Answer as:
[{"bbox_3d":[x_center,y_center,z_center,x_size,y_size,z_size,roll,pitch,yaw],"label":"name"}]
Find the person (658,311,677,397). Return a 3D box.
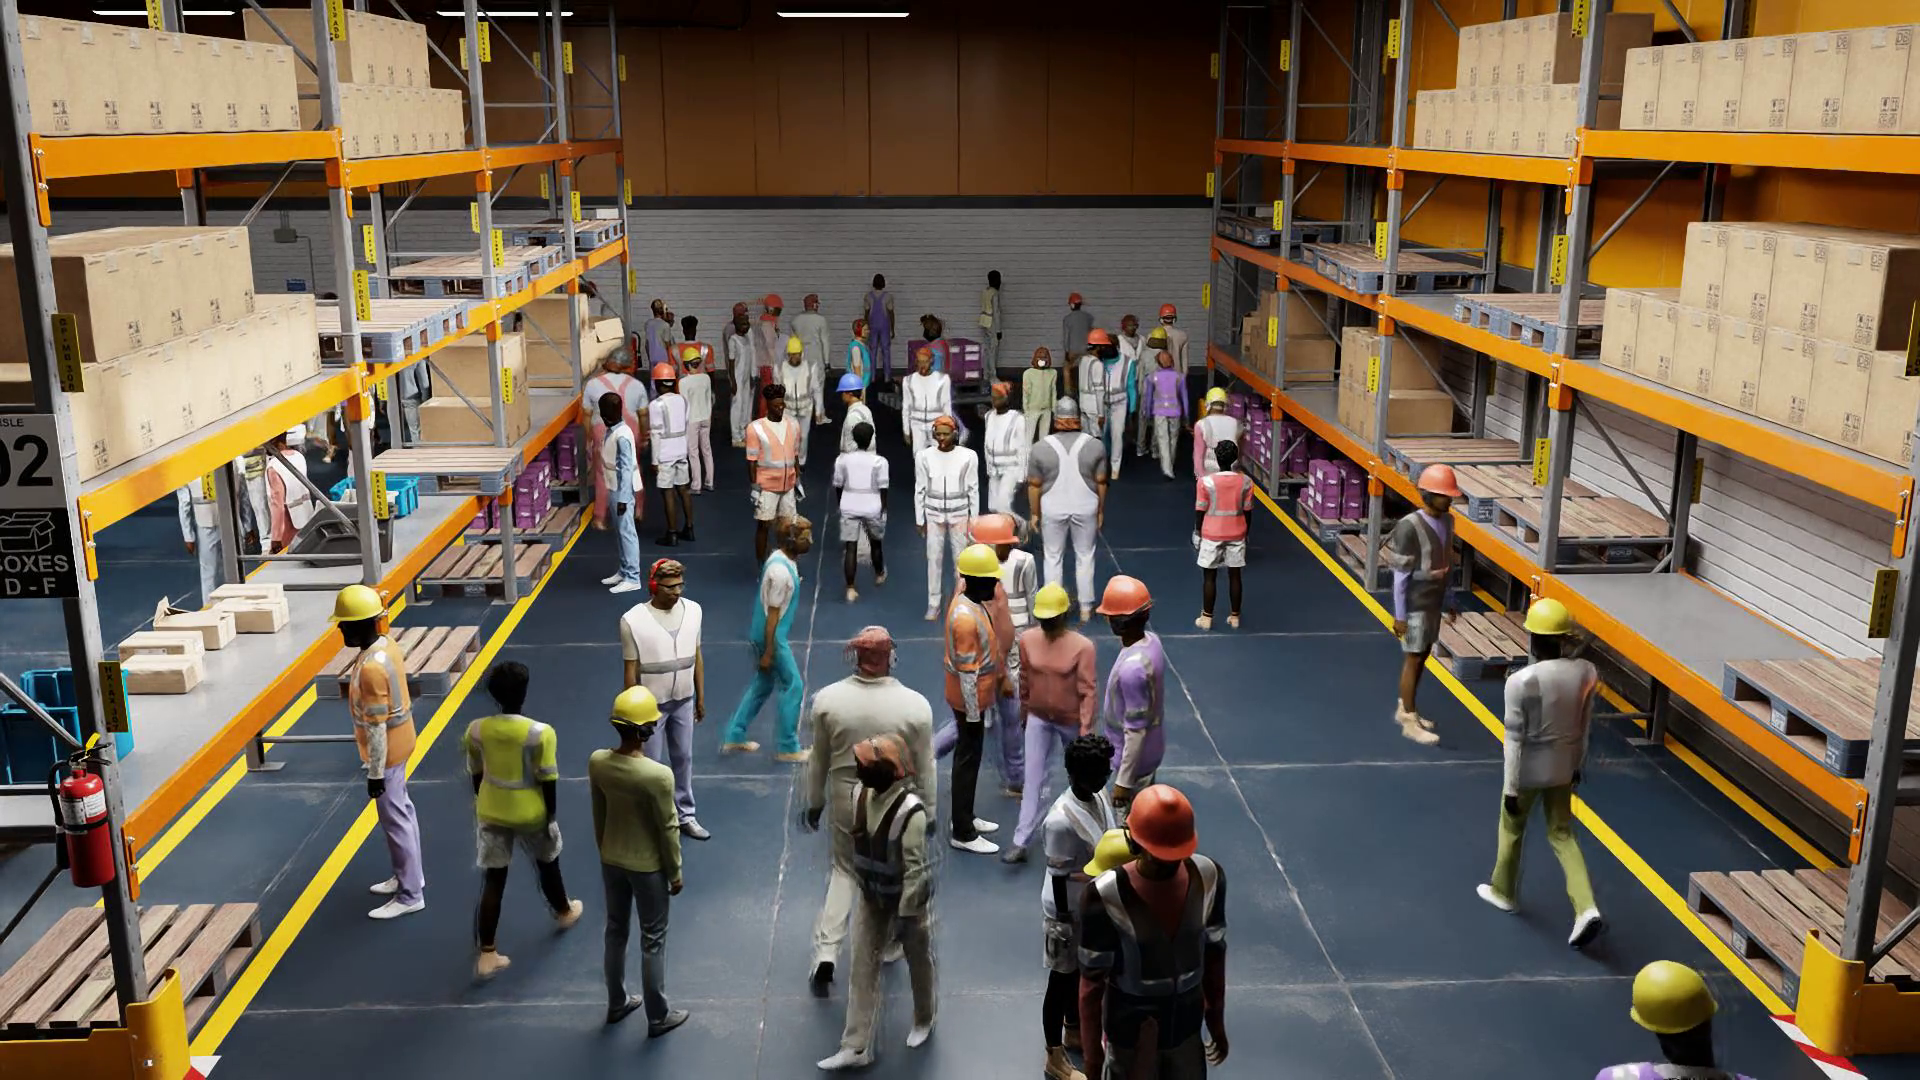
[{"bbox_3d":[-4.346,-2.559,24.595,0.321,1.631,0.513,-6,15,-22],"label":"person"}]

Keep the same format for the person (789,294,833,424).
[{"bbox_3d":[-2.166,-2.651,24.393,0.644,1.907,0.399,7,16,25],"label":"person"}]

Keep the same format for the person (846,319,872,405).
[{"bbox_3d":[-1.341,-1.998,21.948,0.388,1.847,0.564,-1,14,-3],"label":"person"}]

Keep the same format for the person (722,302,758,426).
[{"bbox_3d":[-3.023,-2.368,23.272,0.409,1.910,0.651,-13,19,-41],"label":"person"}]

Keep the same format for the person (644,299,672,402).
[{"bbox_3d":[-4.365,-2.592,24.284,0.506,1.846,0.346,10,17,33],"label":"person"}]

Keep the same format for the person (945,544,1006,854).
[{"bbox_3d":[0.093,0.956,10.191,0.371,1.925,0.595,0,14,1],"label":"person"}]

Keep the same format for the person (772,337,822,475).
[{"bbox_3d":[-2.018,-1.631,20.634,0.609,1.789,0.921,-2,14,-8],"label":"person"}]

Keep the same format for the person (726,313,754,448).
[{"bbox_3d":[-2.987,-2.174,22.665,0.339,1.839,0.503,5,15,18],"label":"person"}]

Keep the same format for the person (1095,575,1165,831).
[{"bbox_3d":[0.916,1.182,9.087,0.394,2.037,0.605,3,15,13],"label":"person"}]

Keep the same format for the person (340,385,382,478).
[{"bbox_3d":[-6.826,-1.224,18.930,0.390,1.838,0.563,4,15,14],"label":"person"}]

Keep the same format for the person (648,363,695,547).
[{"bbox_3d":[-3.069,-0.899,17.489,0.419,1.927,0.548,9,17,32],"label":"person"}]

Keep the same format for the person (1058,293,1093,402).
[{"bbox_3d":[1.822,-3.030,26.243,0.564,1.728,0.644,-7,16,-24],"label":"person"}]

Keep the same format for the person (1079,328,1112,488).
[{"bbox_3d":[1.643,-1.602,20.212,0.376,1.935,0.550,-5,15,-18],"label":"person"}]

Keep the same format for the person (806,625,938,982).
[{"bbox_3d":[-0.474,1.387,8.624,0.687,1.880,0.685,4,15,15],"label":"person"}]

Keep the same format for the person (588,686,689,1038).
[{"bbox_3d":[-1.569,1.564,8.145,0.526,1.760,0.334,8,17,30],"label":"person"}]

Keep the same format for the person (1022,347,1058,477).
[{"bbox_3d":[1.006,-1.609,20.849,0.501,1.631,0.285,-7,16,-27],"label":"person"}]

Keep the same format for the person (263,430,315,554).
[{"bbox_3d":[-5.814,-0.113,14.441,0.412,1.907,0.596,0,14,-1],"label":"person"}]

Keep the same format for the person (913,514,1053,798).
[{"bbox_3d":[0.089,0.785,10.830,0.977,1.965,0.603,2,14,6],"label":"person"}]

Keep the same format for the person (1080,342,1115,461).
[{"bbox_3d":[1.773,-1.673,20.763,0.547,1.814,0.743,11,18,38],"label":"person"}]

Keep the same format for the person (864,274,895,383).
[{"bbox_3d":[-1.360,-3.571,28.124,0.515,1.844,0.333,1,14,6],"label":"person"}]

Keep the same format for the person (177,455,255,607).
[{"bbox_3d":[-6.433,-0.106,14.407,0.591,1.909,0.407,-13,19,-42],"label":"person"}]

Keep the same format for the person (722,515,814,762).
[{"bbox_3d":[-1.357,0.694,11.528,0.703,1.792,0.522,-2,14,-7],"label":"person"}]

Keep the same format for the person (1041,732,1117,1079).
[{"bbox_3d":[0.559,1.698,7.747,0.320,1.692,0.531,7,16,27],"label":"person"}]

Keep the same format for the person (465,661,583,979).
[{"bbox_3d":[-2.363,1.445,8.841,0.537,1.649,0.889,3,15,11],"label":"person"}]

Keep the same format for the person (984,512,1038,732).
[{"bbox_3d":[0.323,0.606,12.143,0.514,1.639,0.310,5,15,18],"label":"person"}]

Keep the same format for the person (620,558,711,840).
[{"bbox_3d":[-1.814,0.995,10.224,0.561,1.836,0.395,-13,19,-42],"label":"person"}]

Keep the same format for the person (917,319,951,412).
[{"bbox_3d":[-0.344,-1.986,21.913,0.429,1.841,0.634,2,14,8],"label":"person"}]

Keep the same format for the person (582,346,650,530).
[{"bbox_3d":[-3.765,-1.148,18.224,0.707,2.000,0.537,-4,15,-16],"label":"person"}]

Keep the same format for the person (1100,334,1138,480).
[{"bbox_3d":[1.868,-1.641,20.587,0.663,1.820,0.550,2,14,6],"label":"person"}]

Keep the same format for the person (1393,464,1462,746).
[{"bbox_3d":[3.364,0.443,11.997,0.623,2.040,0.422,-13,19,-42],"label":"person"}]

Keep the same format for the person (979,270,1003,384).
[{"bbox_3d":[0.543,-3.574,27.991,0.392,1.921,0.593,-5,15,-19],"label":"person"}]

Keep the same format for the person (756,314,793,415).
[{"bbox_3d":[-2.610,-2.384,23.746,0.630,1.711,0.713,0,14,0],"label":"person"}]

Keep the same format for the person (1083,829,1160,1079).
[{"bbox_3d":[0.639,1.966,6.550,0.328,1.767,0.532,-2,14,-7],"label":"person"}]

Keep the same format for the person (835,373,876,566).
[{"bbox_3d":[-1.048,-0.707,16.709,0.433,1.933,0.628,2,14,8],"label":"person"}]

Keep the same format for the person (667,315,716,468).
[{"bbox_3d":[-3.426,-1.896,21.324,0.603,1.958,0.380,-2,14,-9],"label":"person"}]

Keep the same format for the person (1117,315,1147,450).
[{"bbox_3d":[2.300,-2.134,22.546,0.604,1.829,0.428,-9,17,-32],"label":"person"}]

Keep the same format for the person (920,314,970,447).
[{"bbox_3d":[-0.251,-2.151,22.574,0.810,1.836,0.551,8,17,30],"label":"person"}]

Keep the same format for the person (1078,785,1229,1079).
[{"bbox_3d":[0.754,1.877,6.385,0.618,2.028,0.409,-5,15,-20],"label":"person"}]

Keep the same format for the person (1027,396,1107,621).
[{"bbox_3d":[0.942,-0.287,14.844,0.702,2.000,0.537,0,14,2],"label":"person"}]

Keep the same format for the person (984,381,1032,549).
[{"bbox_3d":[0.499,-0.701,16.837,0.637,1.866,0.578,-12,18,-39],"label":"person"}]

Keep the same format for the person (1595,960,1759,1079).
[{"bbox_3d":[2.338,2.243,5.246,0.736,1.890,0.364,6,15,21],"label":"person"}]

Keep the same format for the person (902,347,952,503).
[{"bbox_3d":[-0.379,-1.309,19.201,0.588,1.867,0.561,1,14,5],"label":"person"}]

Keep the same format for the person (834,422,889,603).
[{"bbox_3d":[-0.916,-0.286,15.616,0.542,1.640,0.884,2,14,6],"label":"person"}]

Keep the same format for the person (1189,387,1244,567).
[{"bbox_3d":[2.603,-0.649,16.845,0.599,1.748,0.997,-4,15,-16],"label":"person"}]

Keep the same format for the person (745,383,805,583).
[{"bbox_3d":[-1.767,-0.538,15.980,0.603,1.966,0.368,-12,18,-39],"label":"person"}]

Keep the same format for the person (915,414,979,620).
[{"bbox_3d":[-0.116,-0.195,14.822,0.578,1.877,0.339,1,14,6],"label":"person"}]

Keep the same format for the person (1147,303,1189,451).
[{"bbox_3d":[2.768,-2.183,22.377,0.624,1.992,0.386,-4,15,-15],"label":"person"}]

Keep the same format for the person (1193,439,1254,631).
[{"bbox_3d":[2.303,-0.038,14.567,0.537,1.693,0.320,-2,14,-10],"label":"person"}]

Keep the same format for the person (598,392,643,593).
[{"bbox_3d":[-3.219,-0.462,15.786,0.392,1.914,0.589,-6,15,-21],"label":"person"}]

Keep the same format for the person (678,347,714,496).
[{"bbox_3d":[-3.166,-1.411,19.805,0.325,1.767,0.533,9,17,32],"label":"person"}]

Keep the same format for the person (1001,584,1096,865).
[{"bbox_3d":[0.569,1.097,10.077,0.532,1.718,0.939,6,15,21],"label":"person"}]

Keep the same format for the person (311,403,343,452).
[{"bbox_3d":[-8.521,-2.109,22.262,0.630,1.918,0.422,10,18,35],"label":"person"}]

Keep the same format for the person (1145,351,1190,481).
[{"bbox_3d":[2.589,-1.555,20.723,0.568,1.589,0.836,0,14,1],"label":"person"}]

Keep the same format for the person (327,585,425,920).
[{"bbox_3d":[-3.272,1.178,9.352,0.409,1.918,0.584,-4,15,-15],"label":"person"}]

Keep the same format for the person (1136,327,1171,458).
[{"bbox_3d":[2.584,-1.949,21.993,0.490,1.731,0.324,11,18,36],"label":"person"}]

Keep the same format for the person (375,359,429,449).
[{"bbox_3d":[-6.940,-1.737,20.743,0.635,1.937,0.353,-3,15,-10],"label":"person"}]

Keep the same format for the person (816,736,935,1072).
[{"bbox_3d":[-0.382,1.716,7.853,0.510,1.595,0.753,11,18,36],"label":"person"}]

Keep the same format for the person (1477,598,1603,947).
[{"bbox_3d":[3.215,1.253,9.089,0.595,1.901,0.863,-4,15,-15],"label":"person"}]
